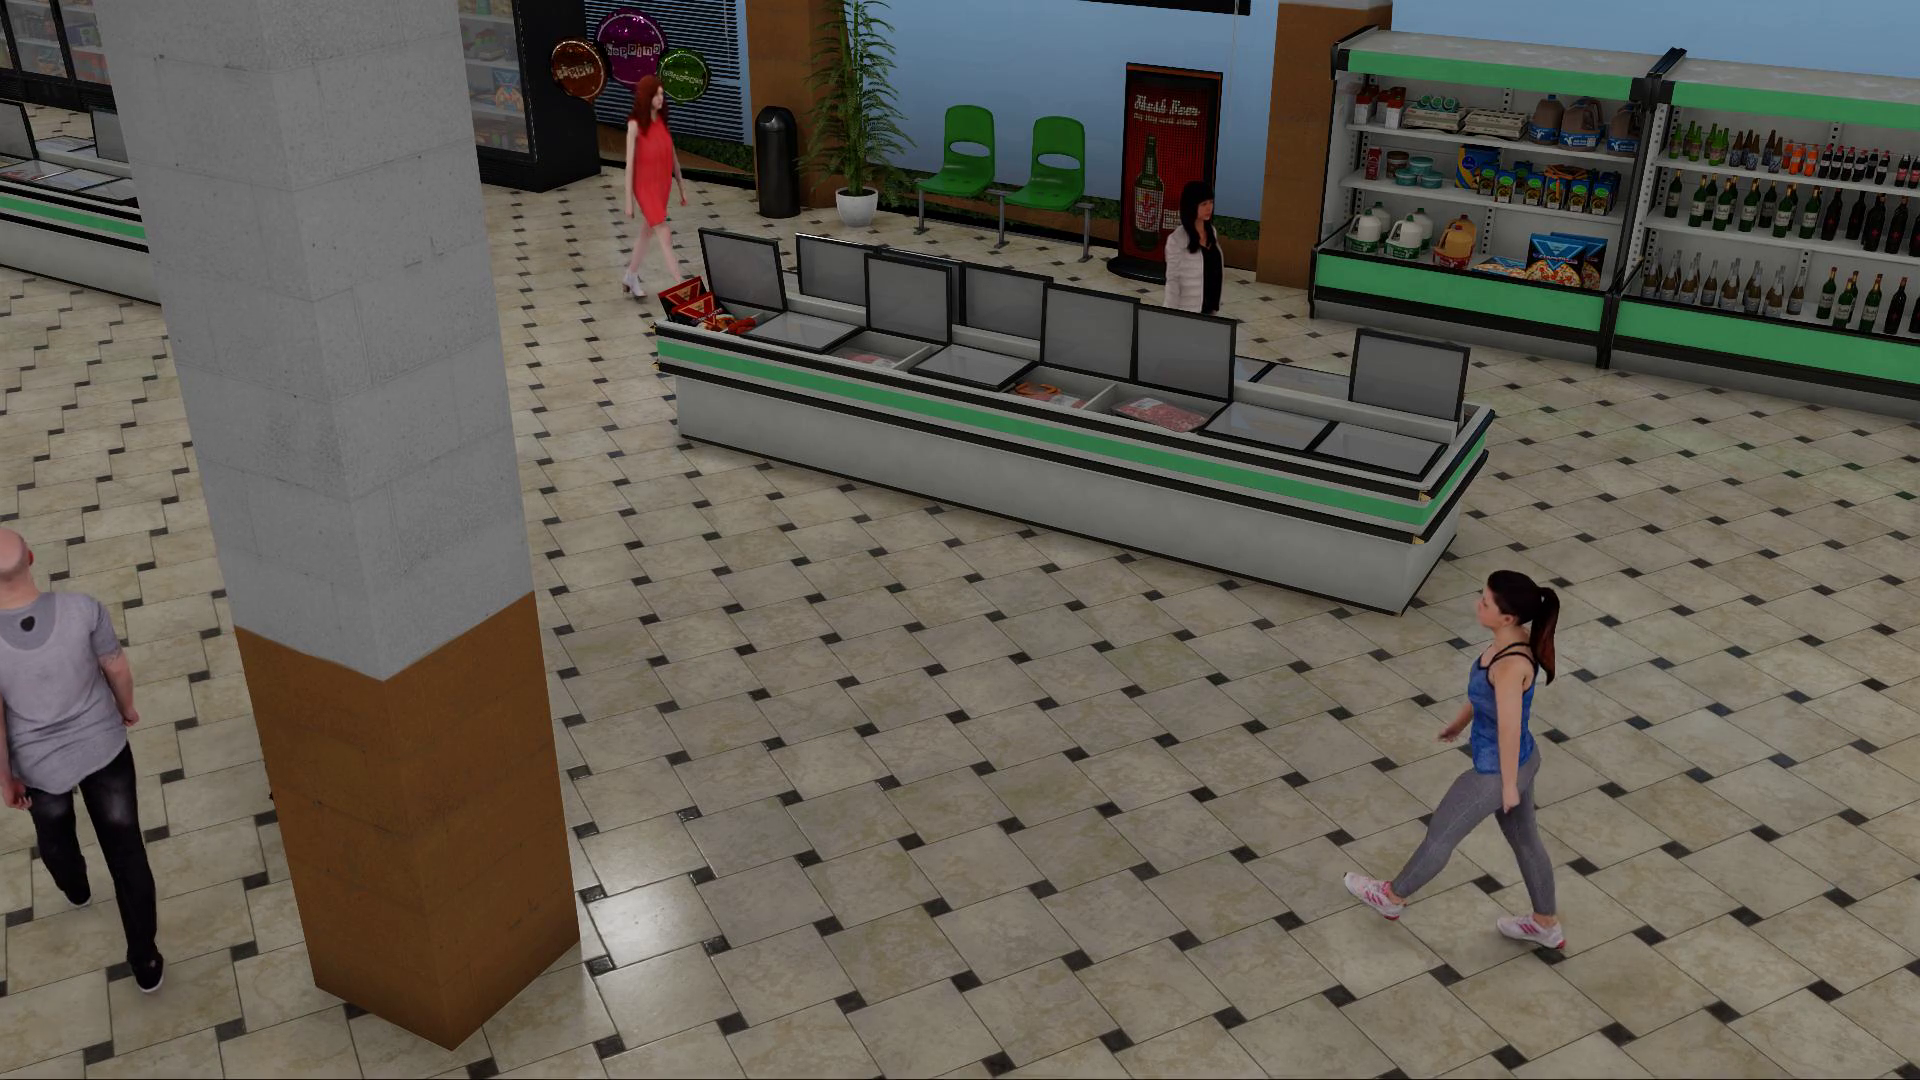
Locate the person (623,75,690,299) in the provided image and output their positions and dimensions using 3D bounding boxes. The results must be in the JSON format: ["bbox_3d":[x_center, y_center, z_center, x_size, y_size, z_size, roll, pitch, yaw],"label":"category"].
[{"bbox_3d":[-2.428,-2.641,12.813,1.118,1.768,0.615,15,31,27],"label":"person"}]

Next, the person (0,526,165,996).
[{"bbox_3d":[-3.163,0.828,5.957,1.071,1.782,1.295,-14,30,-26],"label":"person"}]

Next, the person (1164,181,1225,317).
[{"bbox_3d":[1.486,-1.510,10.729,0.624,1.637,0.674,23,35,38],"label":"person"}]

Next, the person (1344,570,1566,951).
[{"bbox_3d":[2.066,0.860,6.127,1.044,1.571,0.565,14,30,26],"label":"person"}]
